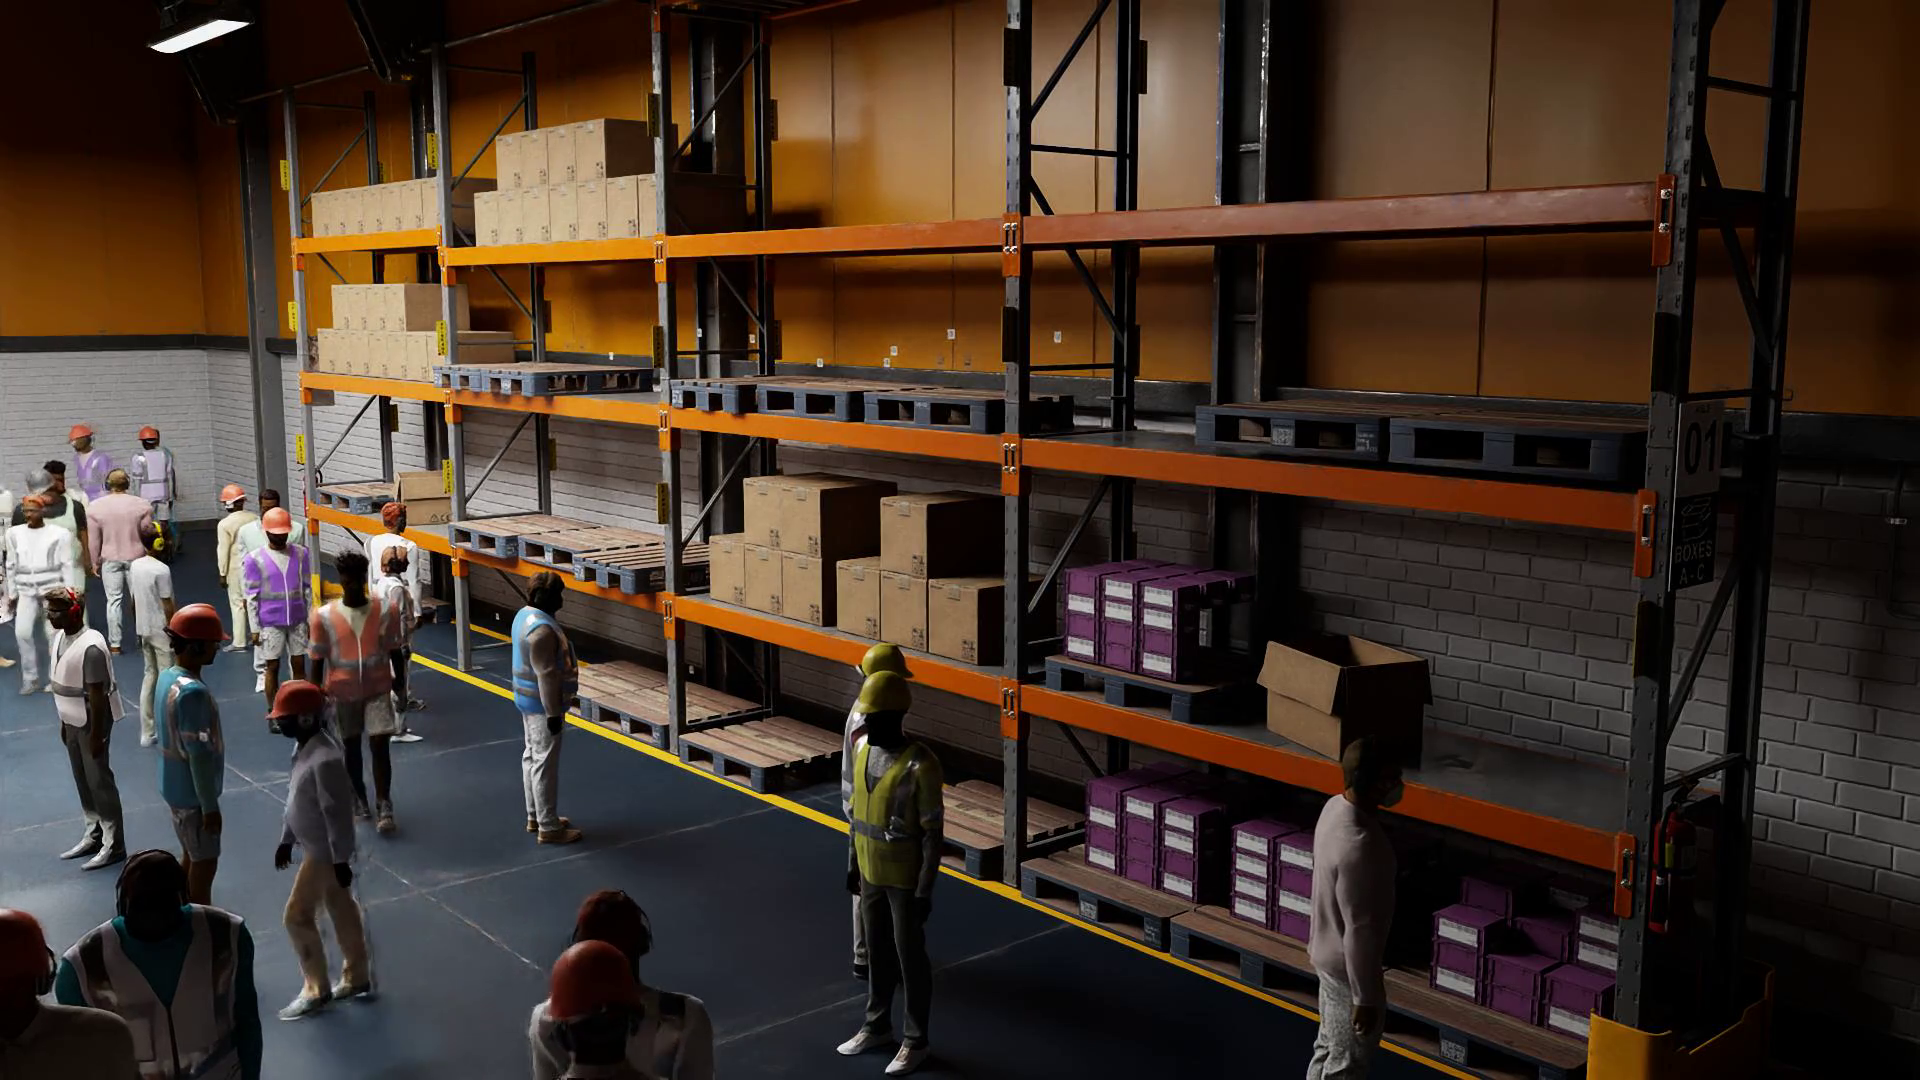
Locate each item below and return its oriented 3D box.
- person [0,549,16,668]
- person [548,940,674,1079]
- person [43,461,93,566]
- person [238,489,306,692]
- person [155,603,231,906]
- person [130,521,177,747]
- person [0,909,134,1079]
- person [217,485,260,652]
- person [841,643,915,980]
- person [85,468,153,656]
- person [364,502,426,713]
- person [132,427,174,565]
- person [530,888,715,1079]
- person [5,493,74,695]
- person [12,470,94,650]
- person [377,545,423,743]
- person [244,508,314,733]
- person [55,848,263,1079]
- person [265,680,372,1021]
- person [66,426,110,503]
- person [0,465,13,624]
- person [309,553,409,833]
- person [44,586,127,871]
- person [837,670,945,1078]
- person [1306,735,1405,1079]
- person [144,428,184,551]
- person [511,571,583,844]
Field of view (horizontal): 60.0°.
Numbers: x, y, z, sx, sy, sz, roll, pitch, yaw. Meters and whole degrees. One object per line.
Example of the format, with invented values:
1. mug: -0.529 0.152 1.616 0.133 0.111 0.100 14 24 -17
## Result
1. person: -9.688 0.440 16.491 0.531 1.692 0.320 4 9 26
2. person: -0.924 2.038 4.406 0.656 1.964 0.751 -2 9 -16
3. person: -9.700 0.098 18.031 0.631 1.918 0.935 -6 10 -38
4. person: -6.425 0.462 15.603 0.590 1.909 0.385 -3 9 -22
5. person: -4.111 1.351 9.009 0.405 2.032 0.611 -6 10 -36
6. person: -6.534 0.776 13.560 0.533 1.864 0.310 5 10 33
7. person: -2.635 1.990 4.715 0.617 1.986 0.408 -4 9 -25
8. person: -7.520 0.292 17.354 0.365 1.743 0.569 3 9 22
9. person: -0.435 1.454 8.996 0.403 1.823 0.596 0 8 2
10. person: -8.621 0.224 17.142 0.631 1.940 0.370 -4 9 -24
11. person: -5.009 0.601 14.758 0.567 1.878 0.350 3 9 22
12. person: -11.109 -0.594 22.878 0.385 1.930 0.543 7 11 40
13. person: -1.002 1.978 5.175 0.602 1.871 0.464 1 8 3
14. person: -8.528 0.513 15.359 0.613 1.868 0.576 -1 8 -9
15. person: -9.211 0.206 16.914 0.700 2.000 1.012 -5 10 -31
16. person: -4.671 0.856 13.781 0.312 1.639 0.518 -5 10 -31
17. person: -5.724 0.676 14.064 0.550 1.925 0.392 -7 11 -41
18. person: -2.699 1.930 5.672 0.618 1.836 0.432 -5 10 -33
19. person: -3.339 1.567 8.515 0.610 1.726 0.559 -4 9 -25
20. person: -11.575 -0.514 22.134 0.685 1.997 0.771 3 9 22
21. person: -10.904 0.020 18.740 0.650 1.893 0.392 4 9 24
22. person: -4.105 1.054 11.396 0.634 1.921 0.975 -3 9 -22
23. person: -5.642 1.196 10.757 0.561 1.836 0.392 7 11 41
24. person: -0.332 1.561 7.885 0.373 1.928 0.584 -8 11 -44
25. person: 1.580 1.728 6.693 0.351 1.936 0.635 1 8 5
26. person: -11.618 -0.726 24.213 0.813 1.816 0.508 4 9 27
27. person: -2.798 1.122 11.263 0.429 1.837 0.620 -4 9 -26
